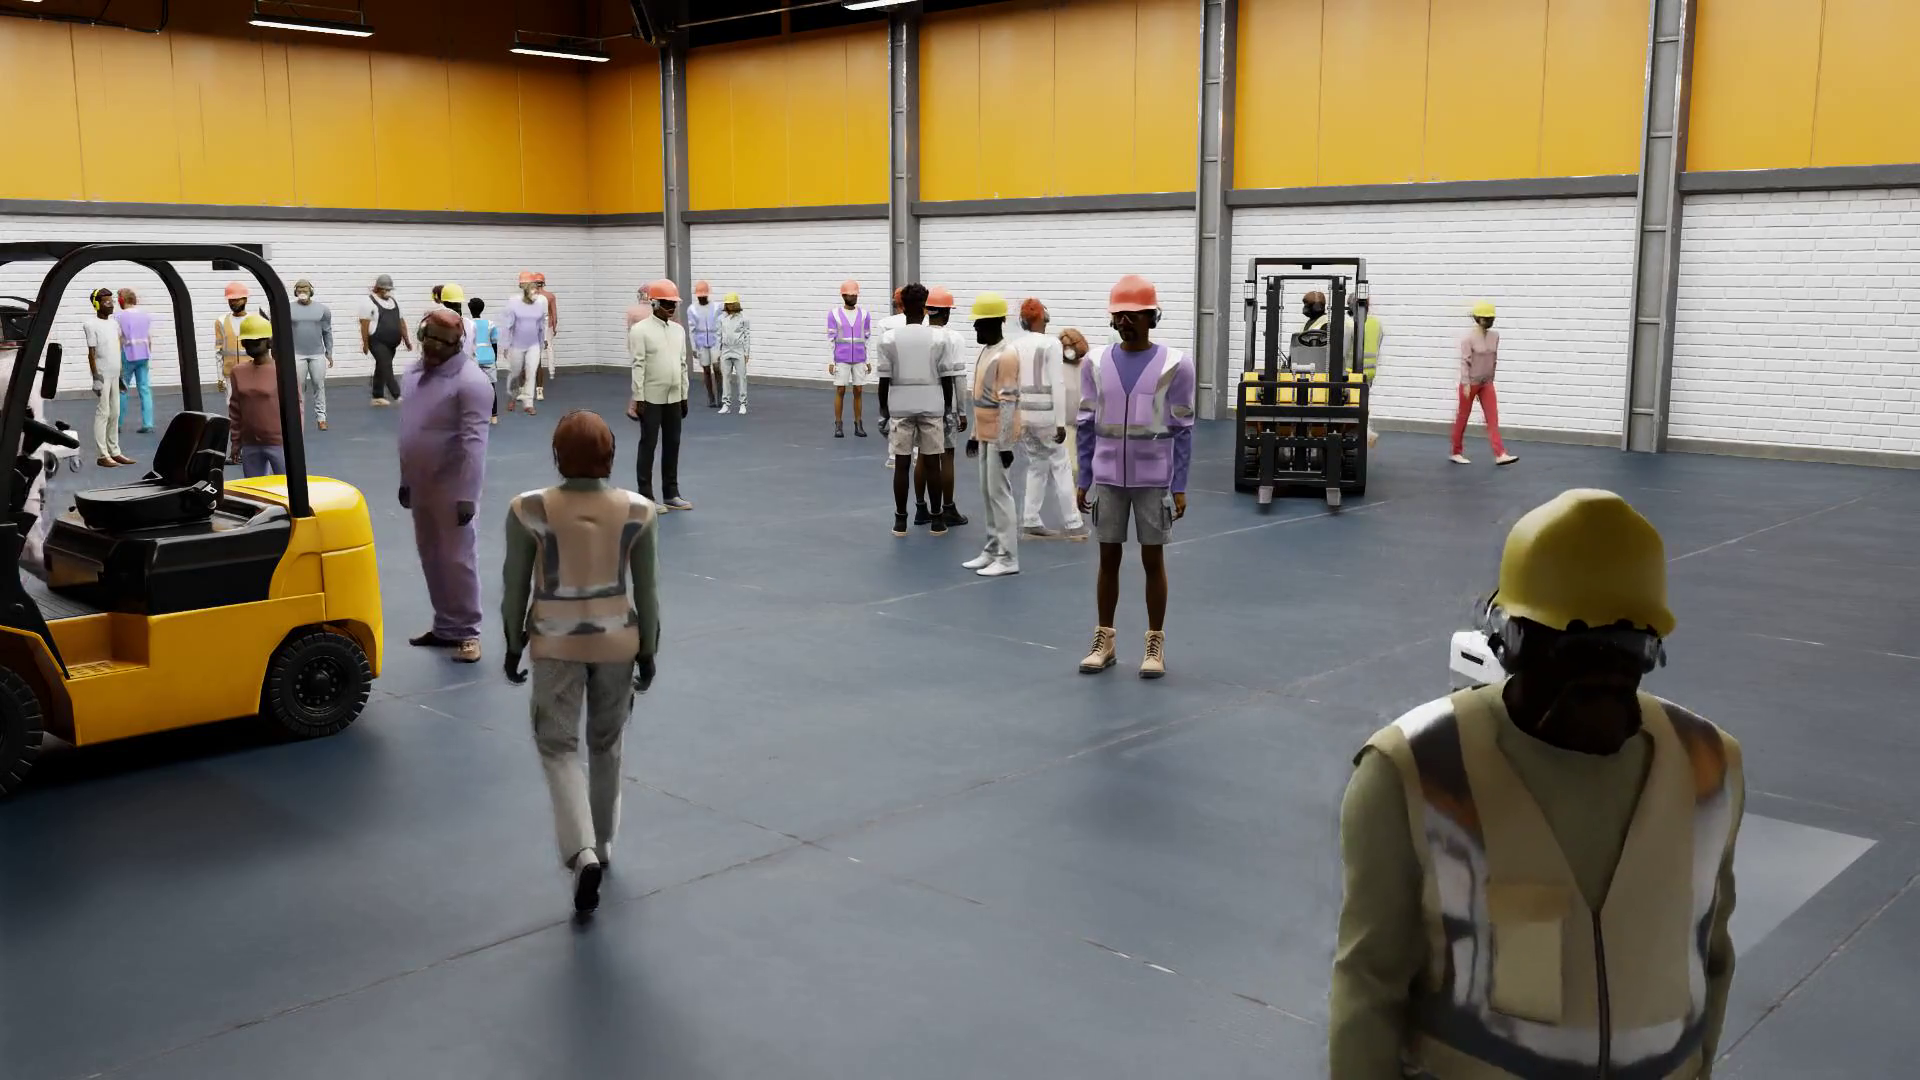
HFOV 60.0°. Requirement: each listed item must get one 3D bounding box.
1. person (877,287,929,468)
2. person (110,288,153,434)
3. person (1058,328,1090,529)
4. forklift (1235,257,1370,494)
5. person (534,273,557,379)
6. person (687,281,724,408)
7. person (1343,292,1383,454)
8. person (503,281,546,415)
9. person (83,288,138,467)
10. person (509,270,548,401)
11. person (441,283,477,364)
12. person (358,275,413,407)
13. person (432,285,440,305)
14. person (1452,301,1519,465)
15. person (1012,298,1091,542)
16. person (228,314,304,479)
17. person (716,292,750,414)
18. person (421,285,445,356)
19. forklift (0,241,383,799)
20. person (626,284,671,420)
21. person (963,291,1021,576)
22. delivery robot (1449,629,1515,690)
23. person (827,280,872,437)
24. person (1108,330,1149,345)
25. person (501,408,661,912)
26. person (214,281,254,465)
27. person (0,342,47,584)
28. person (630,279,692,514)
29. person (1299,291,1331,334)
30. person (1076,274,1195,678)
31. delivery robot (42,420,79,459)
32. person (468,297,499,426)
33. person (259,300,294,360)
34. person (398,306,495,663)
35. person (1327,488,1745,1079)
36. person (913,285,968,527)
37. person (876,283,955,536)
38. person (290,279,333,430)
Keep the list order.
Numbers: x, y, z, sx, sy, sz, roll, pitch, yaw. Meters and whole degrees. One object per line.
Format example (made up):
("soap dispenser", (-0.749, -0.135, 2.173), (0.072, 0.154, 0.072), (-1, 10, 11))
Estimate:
("person", (-0.583, -1.681, 17.304), (0.574, 1.883, 0.356), (-2, 10, -13))
("person", (-10.489, -2.245, 20.936), (0.763, 1.816, 0.596), (4, 10, 25))
("person", (0.906, -0.837, 12.967), (0.473, 1.607, 0.542), (-3, 10, -20))
("forklift", (3.309, -1.629, 16.029), (1.214, 2.155, 2.313), (2, 9, 11))
("person", (-7.891, -4.018, 31.287), (0.613, 1.995, 0.391), (-3, 10, -19))
("person", (-3.737, -2.887, 24.688), (0.600, 1.883, 0.669), (0, 9, -2))
("person", (4.331, -1.780, 18.081), (0.651, 1.831, 0.619), (-6, 11, -33))
("person", (-6.253, -2.757, 23.832), (0.682, 1.906, 0.866), (-6, 11, -32))
("person", (-8.932, -1.699, 17.451), (0.328, 1.872, 0.512), (1, 9, 3))
("person", (-6.755, -3.191, 26.071), (0.608, 2.044, 0.371), (-1, 9, -8))
("person", (-5.018, -1.580, 16.549), (0.382, 1.924, 0.594), (7, 12, 38))
("person", (-8.569, -3.013, 24.986), (1.014, 2.000, 0.692), (4, 10, 23))
("person", (-8.246, -3.183, 26.745), (0.583, 1.820, 0.950), (4, 10, 21))
("person", (5.486, -1.626, 17.394), (0.548, 1.722, 0.870), (-4, 10, -25))
("person", (0.714, -0.912, 12.723), (0.636, 1.854, 0.606), (-6, 11, -35))
("person", (-4.721, -0.642, 11.297), (0.534, 1.765, 0.324), (2, 9, 11))
("person", (-3.249, -2.670, 23.796), (0.493, 1.741, 0.306), (2, 9, 10))
("person", (-7.527, -2.744, 23.958), (0.582, 1.834, 0.704), (1, 9, 5))
("forklift", (-3.706, -0.171, 7.093), (1.214, 2.155, 2.313), (9, 13, 43))
("person", (-4.217, -2.514, 22.479), (0.644, 1.857, 0.997), (-5, 11, -28))
("person", (0.217, -0.717, 11.280), (0.384, 1.920, 0.591), (-2, 10, -14))
("delivery robot", (2.460, 0.566, 7.298), (0.477, 0.478, 0.707), (-2, 9, -14))
("person", (-1.350, -2.225, 20.471), (0.552, 1.935, 0.364), (-3, 10, -17))
("person", (1.956, -1.884, 19.310), (0.503, 1.631, 0.282), (-2, 10, -14))
("person", (-1.230, 0.376, 5.492), (0.513, 1.614, 0.742), (-4, 10, -25))
("person", (-7.584, -1.754, 17.581), (0.548, 1.937, 0.358), (-1, 9, -8))
("person", (-5.152, -0.333, 9.090), (0.910, 1.871, 0.642), (-4, 10, -21))
("person", (-2.527, -1.213, 14.137), (0.407, 1.987, 0.620), (7, 12, 36))
("person", (3.741, -1.706, 17.590), (0.429, 1.839, 0.633), (-2, 9, -12))
("person", (0.873, -0.317, 8.453), (0.607, 2.044, 0.378), (3, 10, 20))
("delivery robot", (-9.182, -0.958, 16.644), (0.477, 0.478, 0.707), (1, 9, 9))
("person", (-6.322, -2.335, 21.876), (0.530, 1.697, 0.321), (-6, 11, -32))
("person", (-10.247, -2.944, 24.975), (0.661, 1.896, 0.616), (8, 12, 41))
("person", (-2.781, -0.290, 8.808), (0.786, 1.879, 0.399), (7, 12, 38))
("person", (0.814, 0.808, 2.357), (0.607, 1.785, 0.907), (0, 9, -1))
("person", (-0.178, -1.075, 13.421), (0.552, 1.935, 0.365), (5, 10, 27))
("person", (-0.341, -0.998, 12.880), (0.600, 1.959, 0.376), (0, 9, 1))
("person", (-8.353, -2.358, 21.287), (0.635, 1.936, 0.353), (-4, 10, -23))
